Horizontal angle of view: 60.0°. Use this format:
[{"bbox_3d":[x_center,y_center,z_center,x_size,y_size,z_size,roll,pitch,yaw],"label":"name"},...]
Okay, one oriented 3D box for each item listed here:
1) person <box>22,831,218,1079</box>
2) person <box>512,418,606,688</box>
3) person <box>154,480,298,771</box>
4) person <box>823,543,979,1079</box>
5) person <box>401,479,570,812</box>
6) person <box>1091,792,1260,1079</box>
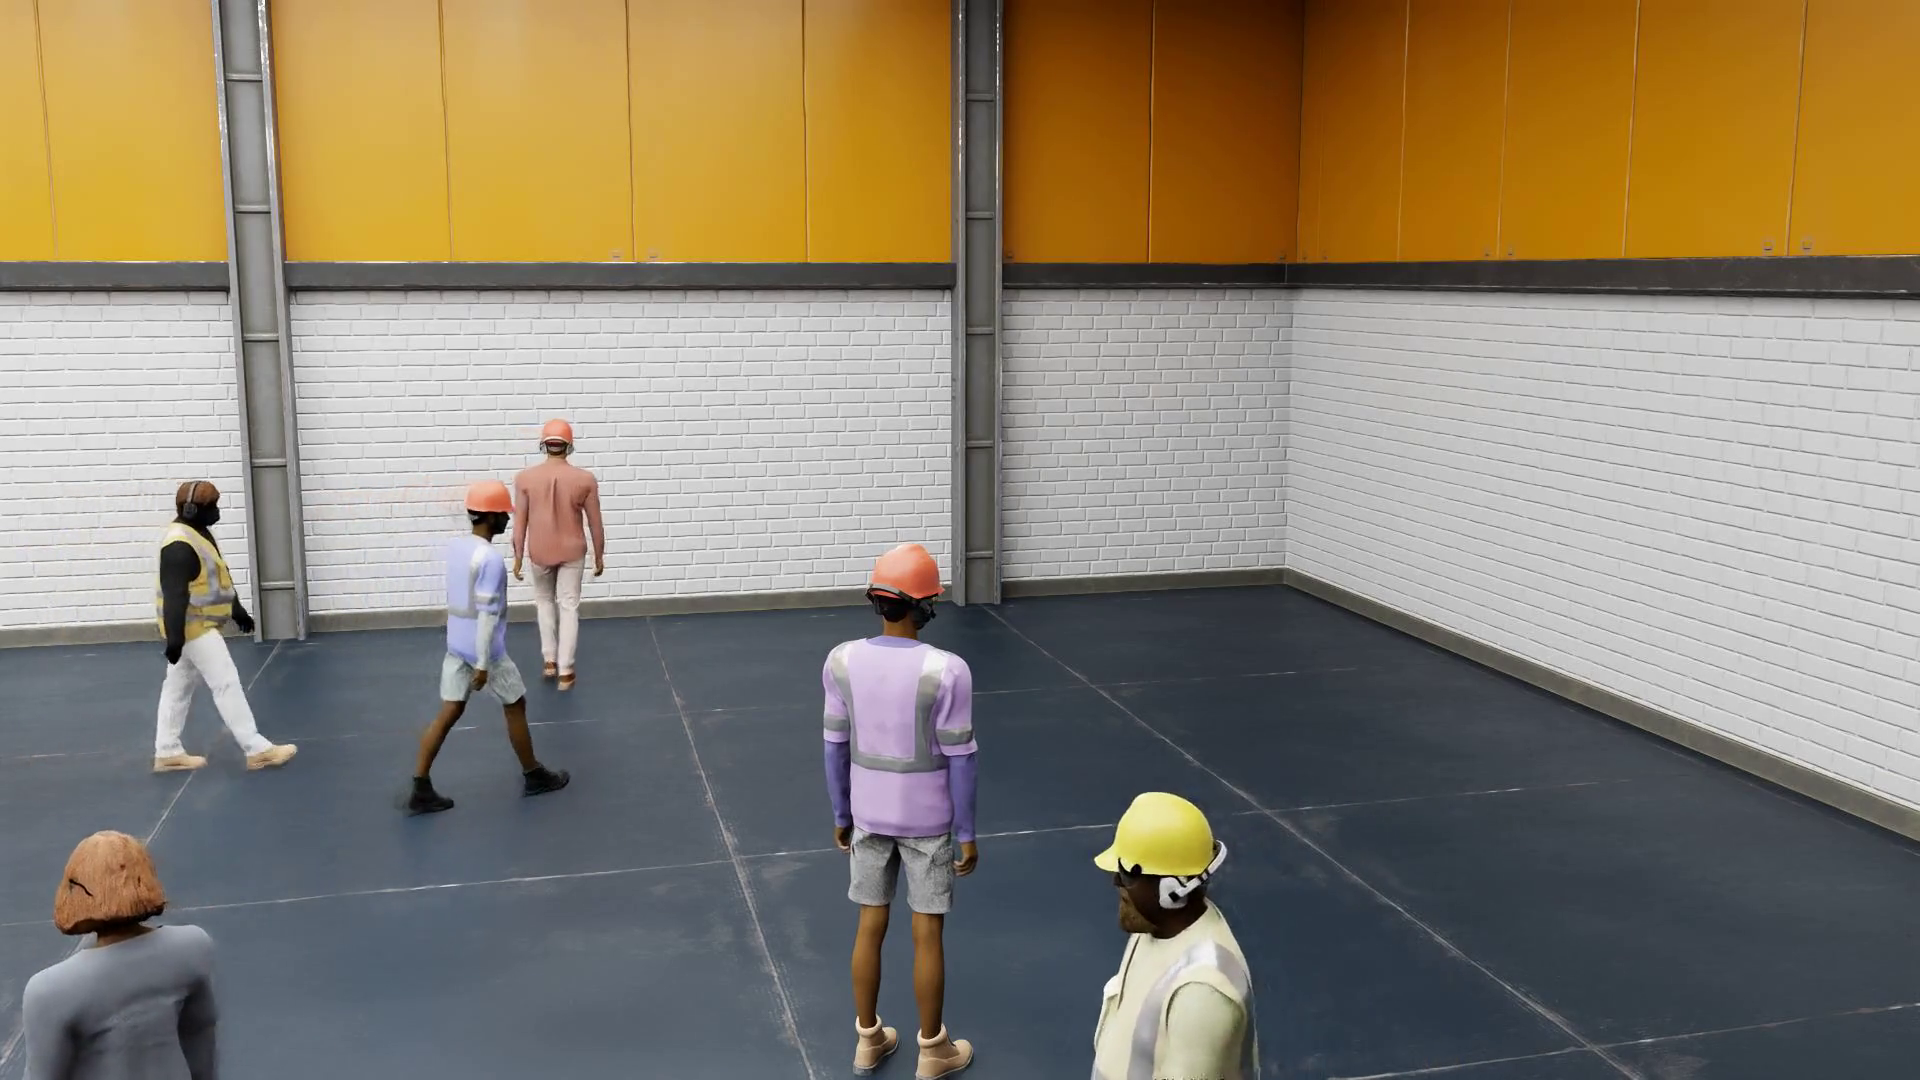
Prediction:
[{"bbox_3d":[-2.139,1.546,4.282,0.289,1.627,0.508,6,11,31],"label":"person"},{"bbox_3d":[-2.956,0.080,12.343,0.660,1.970,0.729,-1,9,-6],"label":"person"},{"bbox_3d":[-4.516,0.526,10.119,0.919,1.796,0.642,-3,10,-20],"label":"person"},{"bbox_3d":[-0.205,1.025,6.238,0.614,2.043,0.374,4,10,23],"label":"person"},{"bbox_3d":[-2.749,0.598,9.430,0.552,1.891,0.989,8,12,43],"label":"person"},{"bbox_3d":[0.474,1.495,4.111,0.917,1.780,0.618,-1,9,-4],"label":"person"}]
